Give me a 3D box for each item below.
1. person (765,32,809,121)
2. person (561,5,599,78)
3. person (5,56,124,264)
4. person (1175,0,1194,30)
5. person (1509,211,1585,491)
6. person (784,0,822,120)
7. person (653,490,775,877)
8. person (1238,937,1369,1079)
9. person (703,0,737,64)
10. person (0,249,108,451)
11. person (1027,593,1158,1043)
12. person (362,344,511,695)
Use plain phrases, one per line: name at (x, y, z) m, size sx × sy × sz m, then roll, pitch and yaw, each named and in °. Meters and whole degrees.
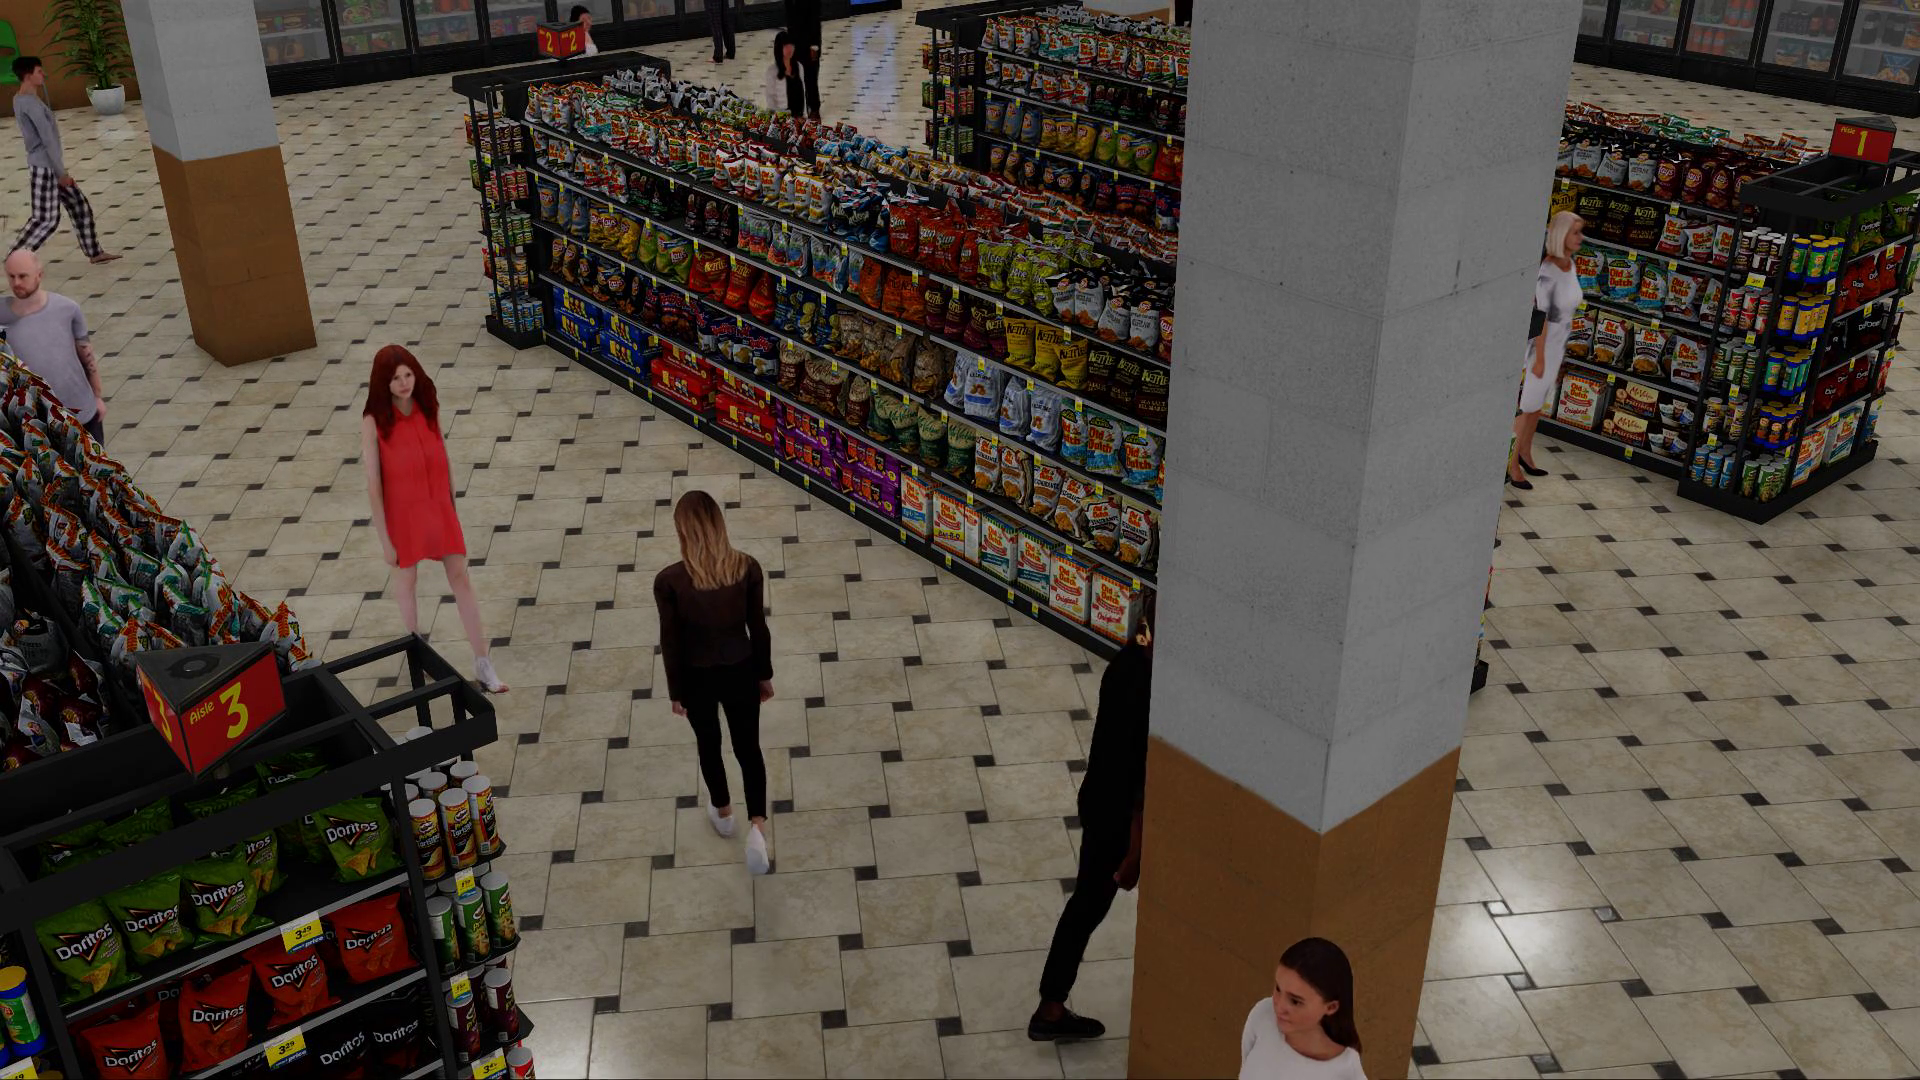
person at (-1.740, -4.159, 16.381) m, size 0.698 × 1.592 × 1.072 m, roll -18°, pitch 32°, yaw -31°
person at (-4.095, -4.825, 17.646) m, size 0.957 × 1.638 × 0.893 m, roll 1°, pitch 27°, yaw 2°
person at (-7.854, -3.129, 14.115) m, size 0.773 × 1.806 × 1.101 m, roll -16°, pitch 31°, yaw -28°
person at (3.391, -8.527, 24.813) m, size 0.682 × 1.756 × 0.629 m, roll -17°, pitch 31°, yaw -30°
person at (3.628, -1.188, 10.348) m, size 0.568 × 1.751 × 0.606 m, roll 20°, pitch 33°, yaw 34°
person at (-1.789, -5.767, 19.249) m, size 0.924 × 1.866 × 0.717 m, roll -19°, pitch 33°, yaw -33°
person at (-0.982, 0.626, 6.847) m, size 0.846 × 1.682 × 1.081 m, roll -9°, pitch 28°, yaw -17°
person at (0.971, 1.776, 4.612) m, size 0.664 × 1.653 × 0.977 m, roll -20°, pitch 33°, yaw -34°
person at (-3.307, -7.473, 22.609) m, size 0.641 × 1.871 × 0.716 m, roll 18°, pitch 32°, yaw 31°
person at (-5.115, -0.763, 9.414) m, size 0.716 × 1.838 × 0.667 m, roll -13°, pitch 30°, yaw -23°
person at (0.531, 1.061, 5.909) m, size 0.944 × 1.753 × 1.144 m, roll -8°, pitch 28°, yaw -15°
person at (-2.704, -0.112, 8.176) m, size 0.607 × 1.795 × 0.974 m, roll -21°, pitch 34°, yaw -36°
